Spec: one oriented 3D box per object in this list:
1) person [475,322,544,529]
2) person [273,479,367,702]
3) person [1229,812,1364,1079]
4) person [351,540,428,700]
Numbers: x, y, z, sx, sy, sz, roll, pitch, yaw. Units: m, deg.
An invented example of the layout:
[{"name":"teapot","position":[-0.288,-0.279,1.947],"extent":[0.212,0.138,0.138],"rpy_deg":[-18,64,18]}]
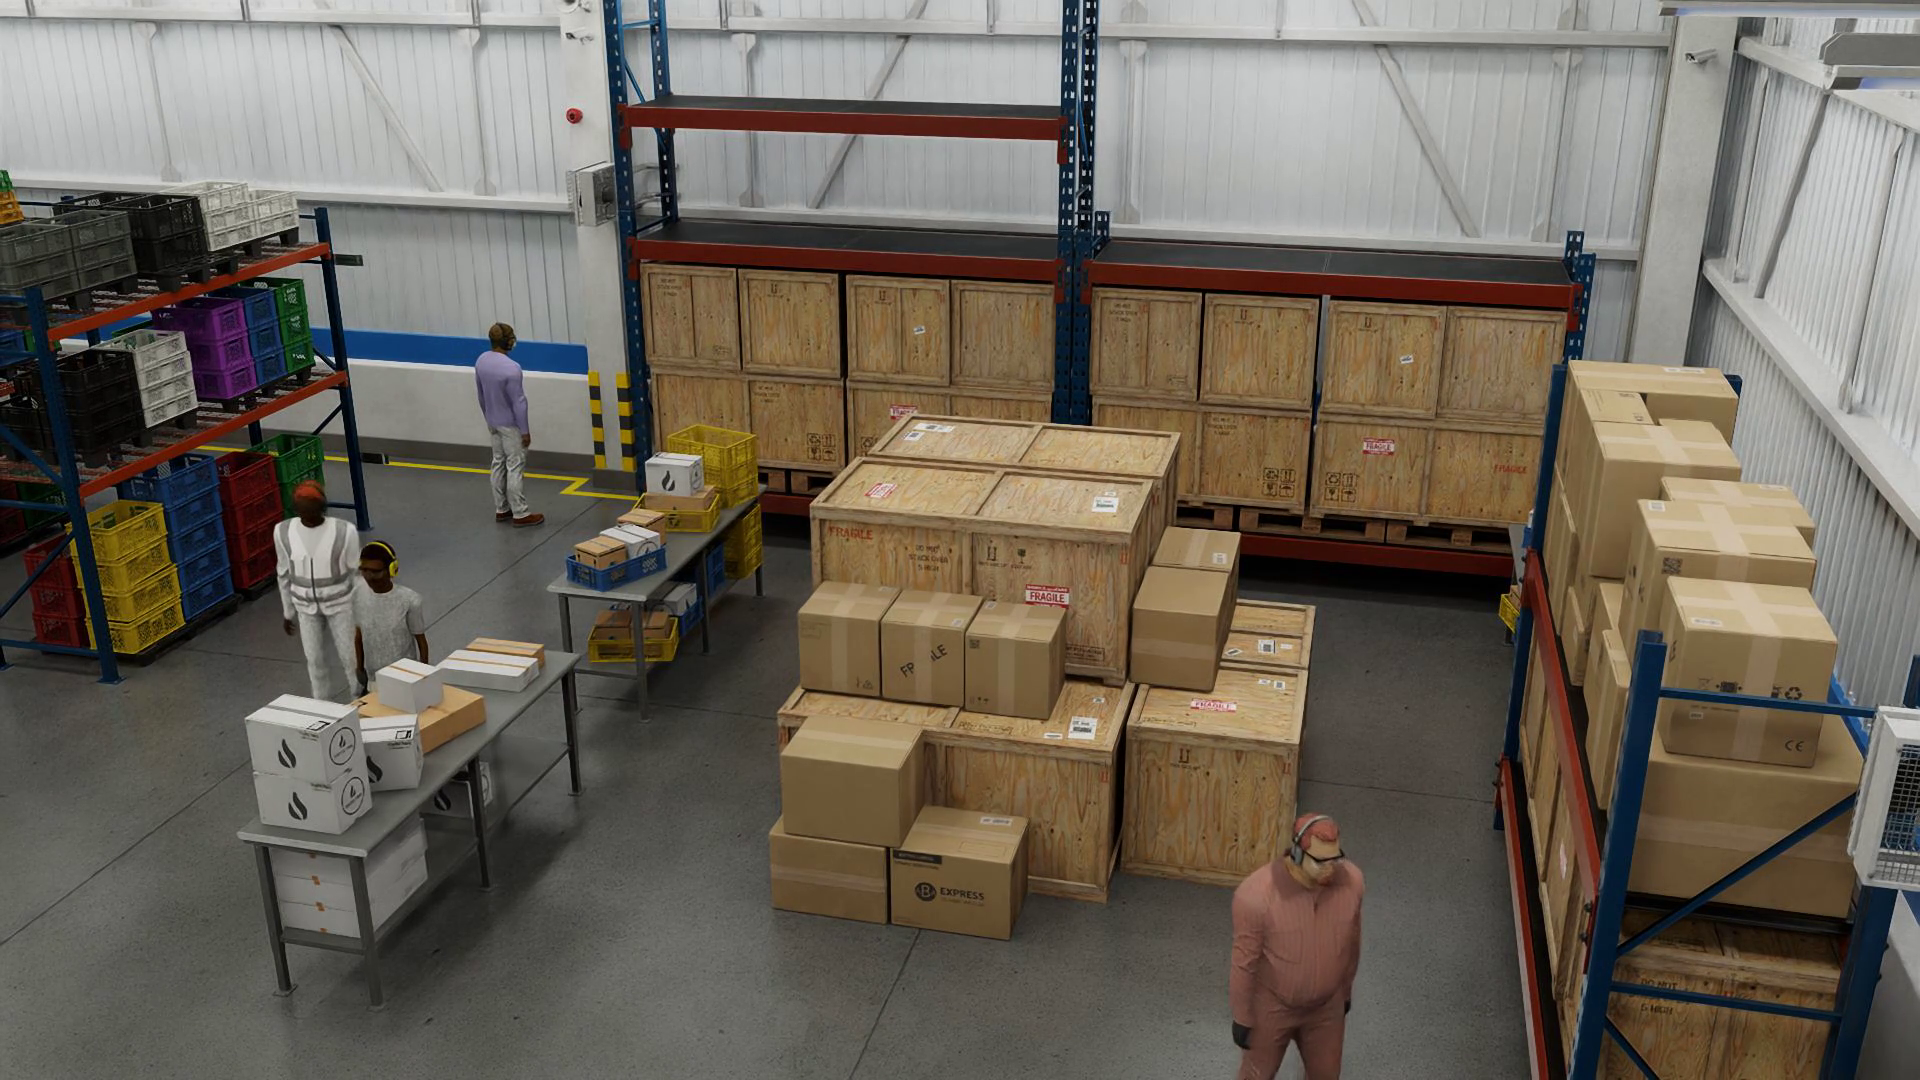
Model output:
[{"name":"person","position":[-4.220,-1.074,15.498],"extent":[0.635,1.937,0.353],"rpy_deg":[17,27,38]},{"name":"person","position":[-4.420,0.463,11.565],"extent":[0.592,1.879,0.365],"rpy_deg":[-1,21,-3]},{"name":"person","position":[1.495,2.046,7.401],"extent":[0.647,1.896,0.397],"rpy_deg":[-5,22,-14]},{"name":"person","position":[-3.579,0.884,10.470],"extent":[0.512,1.874,0.328],"rpy_deg":[4,21,11]}]
